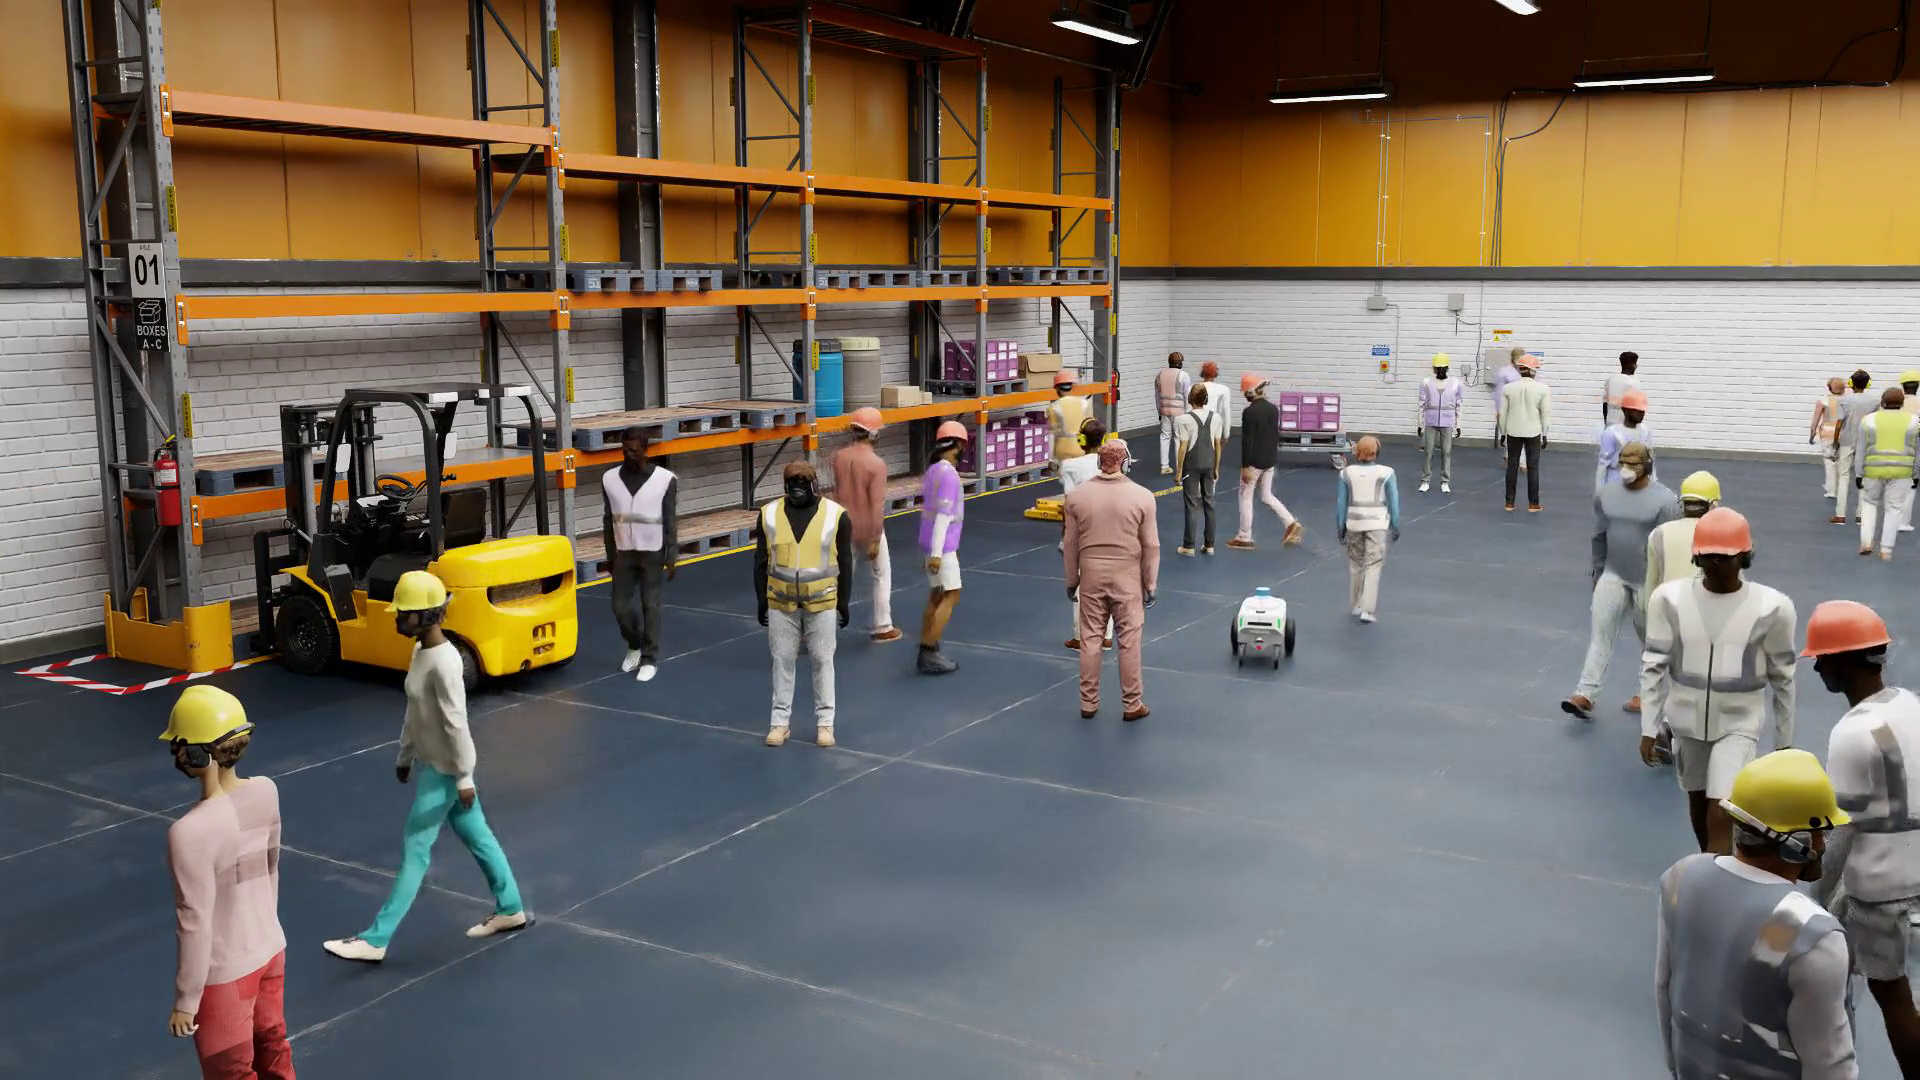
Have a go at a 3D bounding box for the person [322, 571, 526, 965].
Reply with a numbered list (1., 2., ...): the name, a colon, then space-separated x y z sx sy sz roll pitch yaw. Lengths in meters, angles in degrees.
1. person: -2.353 0.989 7.312 0.911 1.718 0.546 -4 10 -25

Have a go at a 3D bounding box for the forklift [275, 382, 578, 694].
1. forklift: -3.974 -0.067 12.417 2.313 2.155 1.214 5 11 30

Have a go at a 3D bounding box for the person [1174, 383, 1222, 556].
1. person: 2.532 -0.745 17.731 0.504 1.847 0.344 -3 10 -18

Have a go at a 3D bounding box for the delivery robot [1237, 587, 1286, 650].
1. delivery robot: 2.360 0.614 12.977 0.477 0.478 0.707 2 9 13

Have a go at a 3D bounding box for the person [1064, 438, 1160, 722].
1. person: 1.029 0.268 11.224 0.646 1.907 0.401 3 10 19

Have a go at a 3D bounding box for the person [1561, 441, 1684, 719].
1. person: 4.451 0.287 11.153 1.027 1.884 0.656 -8 12 -41

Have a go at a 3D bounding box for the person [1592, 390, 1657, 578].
1. person: 6.465 -0.489 15.972 0.546 1.888 0.973 -4 10 -26

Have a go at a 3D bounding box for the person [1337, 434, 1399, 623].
1. person: 3.538 -0.100 14.451 0.518 1.643 0.498 6 11 32

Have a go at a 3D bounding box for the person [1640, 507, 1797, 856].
1. person: 3.434 0.819 7.560 0.617 1.994 1.088 7 11 36

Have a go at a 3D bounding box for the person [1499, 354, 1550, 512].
1. person: 7.141 -1.349 21.050 0.613 1.991 0.392 5 10 29

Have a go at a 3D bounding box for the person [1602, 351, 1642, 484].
1. person: 9.028 -1.594 22.660 0.365 1.962 0.613 -4 10 -25

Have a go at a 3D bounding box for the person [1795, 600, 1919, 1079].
1. person: 3.095 1.145 5.841 0.602 1.878 0.897 -9 13 -43

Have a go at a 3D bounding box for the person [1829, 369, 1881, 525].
1. person: 10.717 -1.111 19.943 0.531 1.870 0.317 1 9 9

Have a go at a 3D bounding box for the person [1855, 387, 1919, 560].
1. person: 9.770 -0.695 17.513 0.628 1.829 0.505 5 10 28

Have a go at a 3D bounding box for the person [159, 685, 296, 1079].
1. person: -2.265 1.313 5.139 0.308 1.769 0.525 1 9 5

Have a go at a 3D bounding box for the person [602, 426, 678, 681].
1. person: -2.364 0.101 12.300 0.594 1.901 0.447 1 9 8

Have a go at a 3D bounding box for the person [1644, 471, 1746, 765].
1. person: 4.486 0.478 10.231 0.777 1.805 0.594 -7 11 -36

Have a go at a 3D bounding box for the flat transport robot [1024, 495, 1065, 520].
1. flat transport robot: 1.475 -0.437 20.712 0.652 0.197 1.431 7 12 37

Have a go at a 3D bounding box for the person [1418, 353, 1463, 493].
1. person: 6.597 -1.609 22.872 0.591 1.926 0.387 3 10 18

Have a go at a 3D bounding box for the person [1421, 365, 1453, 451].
1. person: 8.040 -2.263 27.985 0.616 1.588 0.511 8 12 39

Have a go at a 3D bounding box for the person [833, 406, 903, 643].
1. person: -0.854 -0.090 13.315 0.599 1.959 0.924 7 11 37

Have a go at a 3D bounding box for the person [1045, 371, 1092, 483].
1. person: 1.250 -0.989 19.121 0.593 1.887 0.668 -4 10 -21

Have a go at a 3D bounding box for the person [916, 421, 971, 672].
1. person: -0.121 0.042 12.675 0.506 1.889 0.576 -3 9 -15

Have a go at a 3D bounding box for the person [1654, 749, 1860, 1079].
1. person: 2.034 1.424 4.238 0.404 1.832 0.599 -3 9 -17

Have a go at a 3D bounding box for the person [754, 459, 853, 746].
1. person: -0.999 0.403 10.584 0.626 1.843 0.430 1 9 4

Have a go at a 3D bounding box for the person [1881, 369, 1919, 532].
1. person: 11.072 -1.042 19.420 0.460 1.899 0.625 -8 12 -41

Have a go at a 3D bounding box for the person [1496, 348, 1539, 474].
1. person: 8.444 -1.965 25.240 0.744 1.892 0.816 -1 9 -4

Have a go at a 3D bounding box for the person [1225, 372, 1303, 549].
1. person: 3.306 -0.841 18.005 0.795 1.954 0.644 9 12 43

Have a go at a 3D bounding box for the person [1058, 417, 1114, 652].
1. person: 1.038 -0.041 13.268 0.535 1.869 0.314 -2 9 -12

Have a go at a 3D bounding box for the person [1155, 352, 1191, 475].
1. person: 3.219 -1.891 24.902 0.625 1.844 0.429 8 12 41

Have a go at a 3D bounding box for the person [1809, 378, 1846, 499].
1. person: 11.761 -1.388 22.484 0.531 1.602 0.831 1 9 6

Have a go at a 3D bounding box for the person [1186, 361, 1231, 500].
1. person: 3.245 -1.403 21.790 0.594 1.866 0.544 1 9 7
